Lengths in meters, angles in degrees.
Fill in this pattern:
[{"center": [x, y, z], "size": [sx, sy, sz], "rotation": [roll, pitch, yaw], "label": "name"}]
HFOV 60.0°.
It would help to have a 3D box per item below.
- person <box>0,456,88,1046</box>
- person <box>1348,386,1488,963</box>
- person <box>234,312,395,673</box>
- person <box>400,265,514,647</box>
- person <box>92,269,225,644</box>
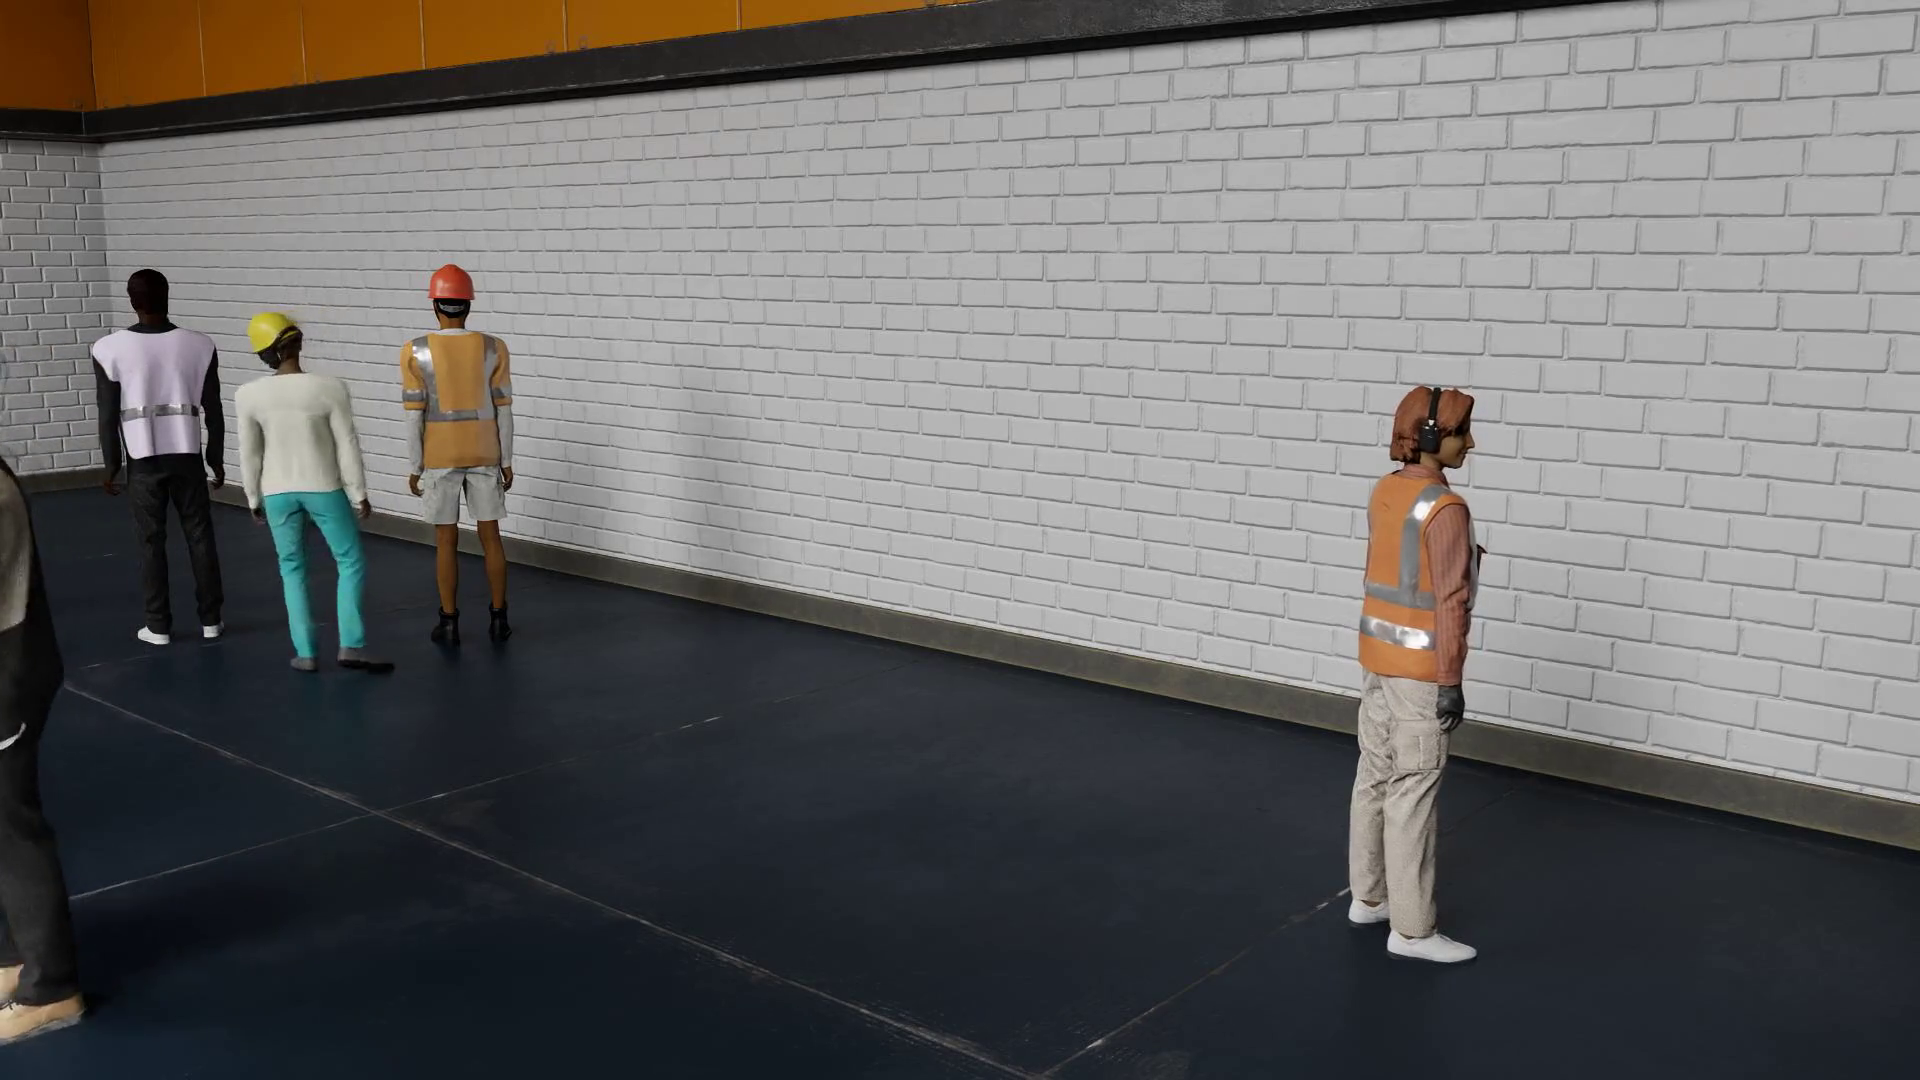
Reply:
[{"center": [-2.460, 0.396, 4.148], "size": [0.433, 1.823, 0.507], "rotation": [-7, 12, -36], "label": "person"}, {"center": [1.302, 0.378, 4.782], "size": [0.315, 1.636, 0.515], "rotation": [-2, 10, -10], "label": "person"}, {"center": [-3.081, -0.212, 7.893], "size": [0.667, 1.724, 0.435], "rotation": [-1, 10, -7], "label": "person"}, {"center": [-2.549, -0.423, 8.482], "size": [0.542, 1.938, 0.358], "rotation": [-5, 11, -25], "label": "person"}, {"center": [-4.078, -0.420, 8.527], "size": [0.590, 1.916, 0.386], "rotation": [-7, 12, -34], "label": "person"}]
